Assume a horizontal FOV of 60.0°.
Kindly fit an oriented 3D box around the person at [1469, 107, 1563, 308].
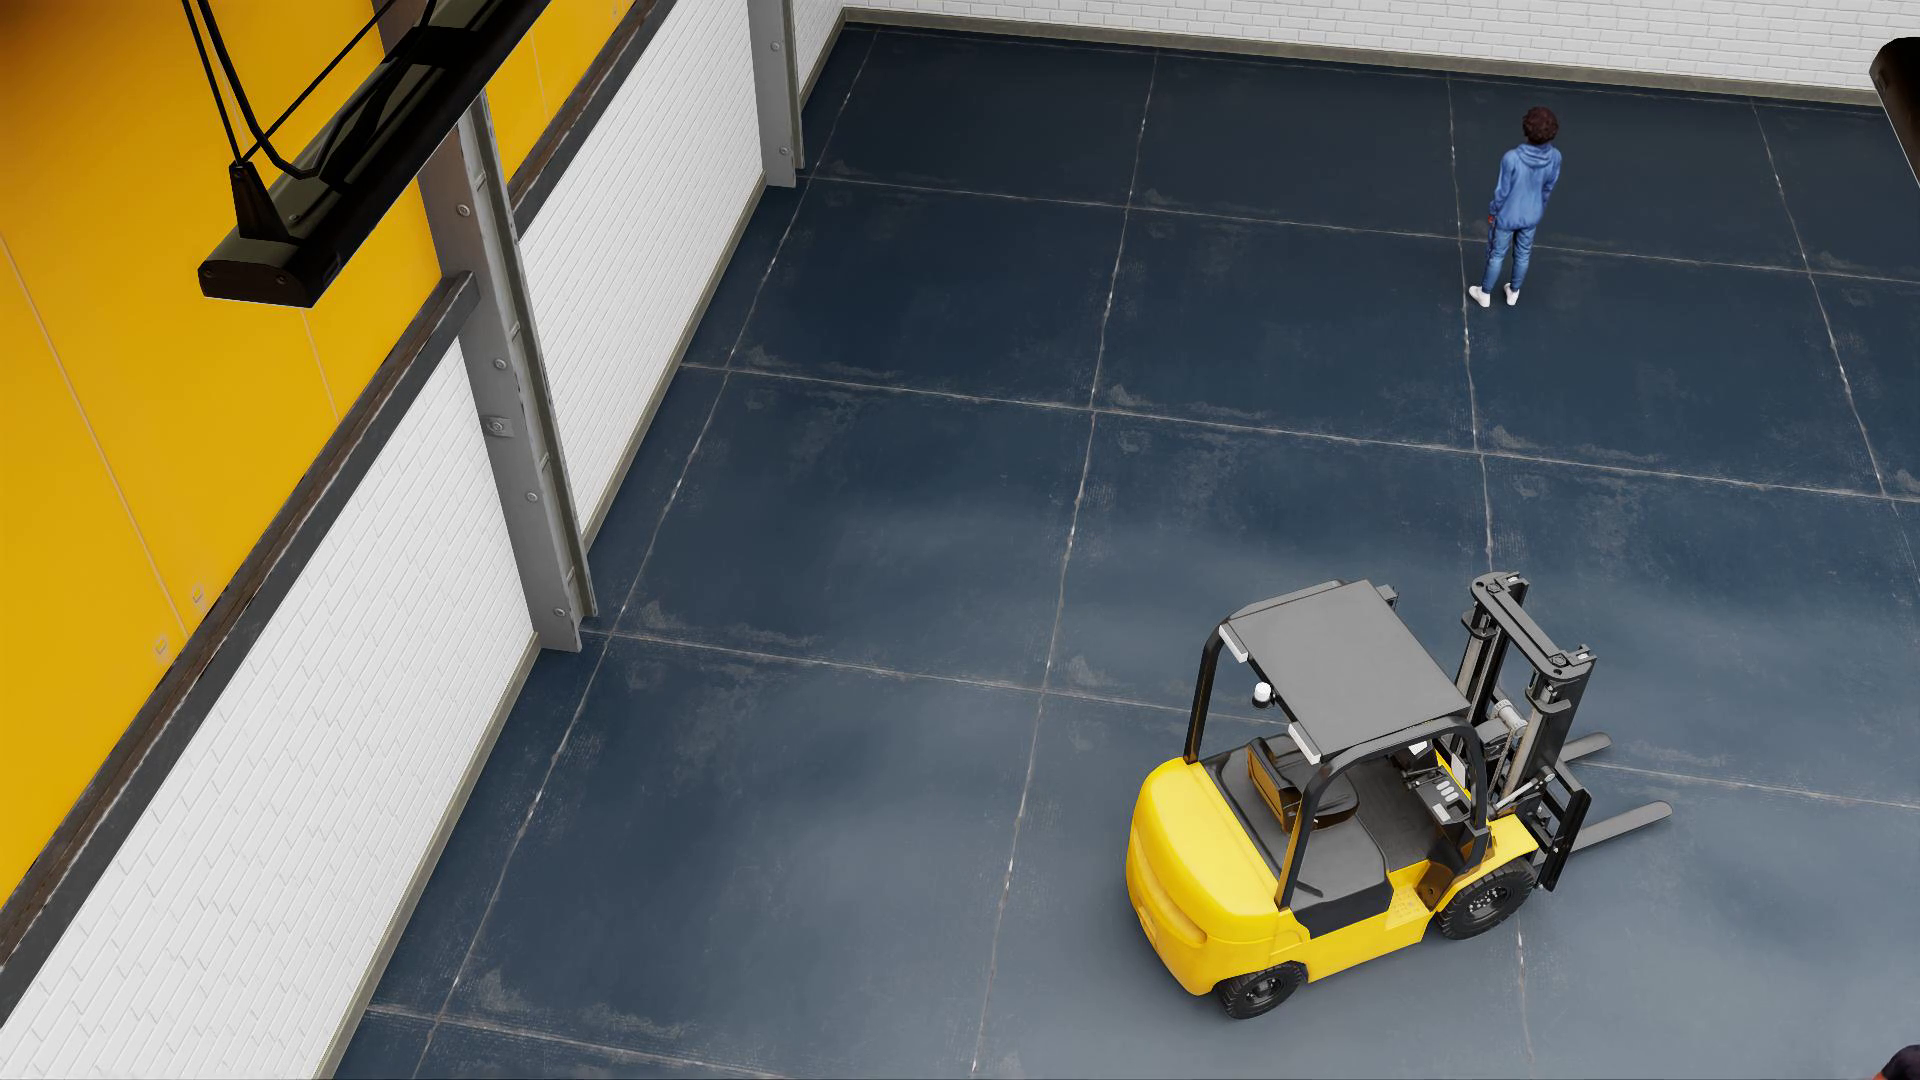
[{"bbox_3d":[4.593,-2.723,13.674,0.730,1.811,0.673,-3,44,-4],"label":"person"}]
